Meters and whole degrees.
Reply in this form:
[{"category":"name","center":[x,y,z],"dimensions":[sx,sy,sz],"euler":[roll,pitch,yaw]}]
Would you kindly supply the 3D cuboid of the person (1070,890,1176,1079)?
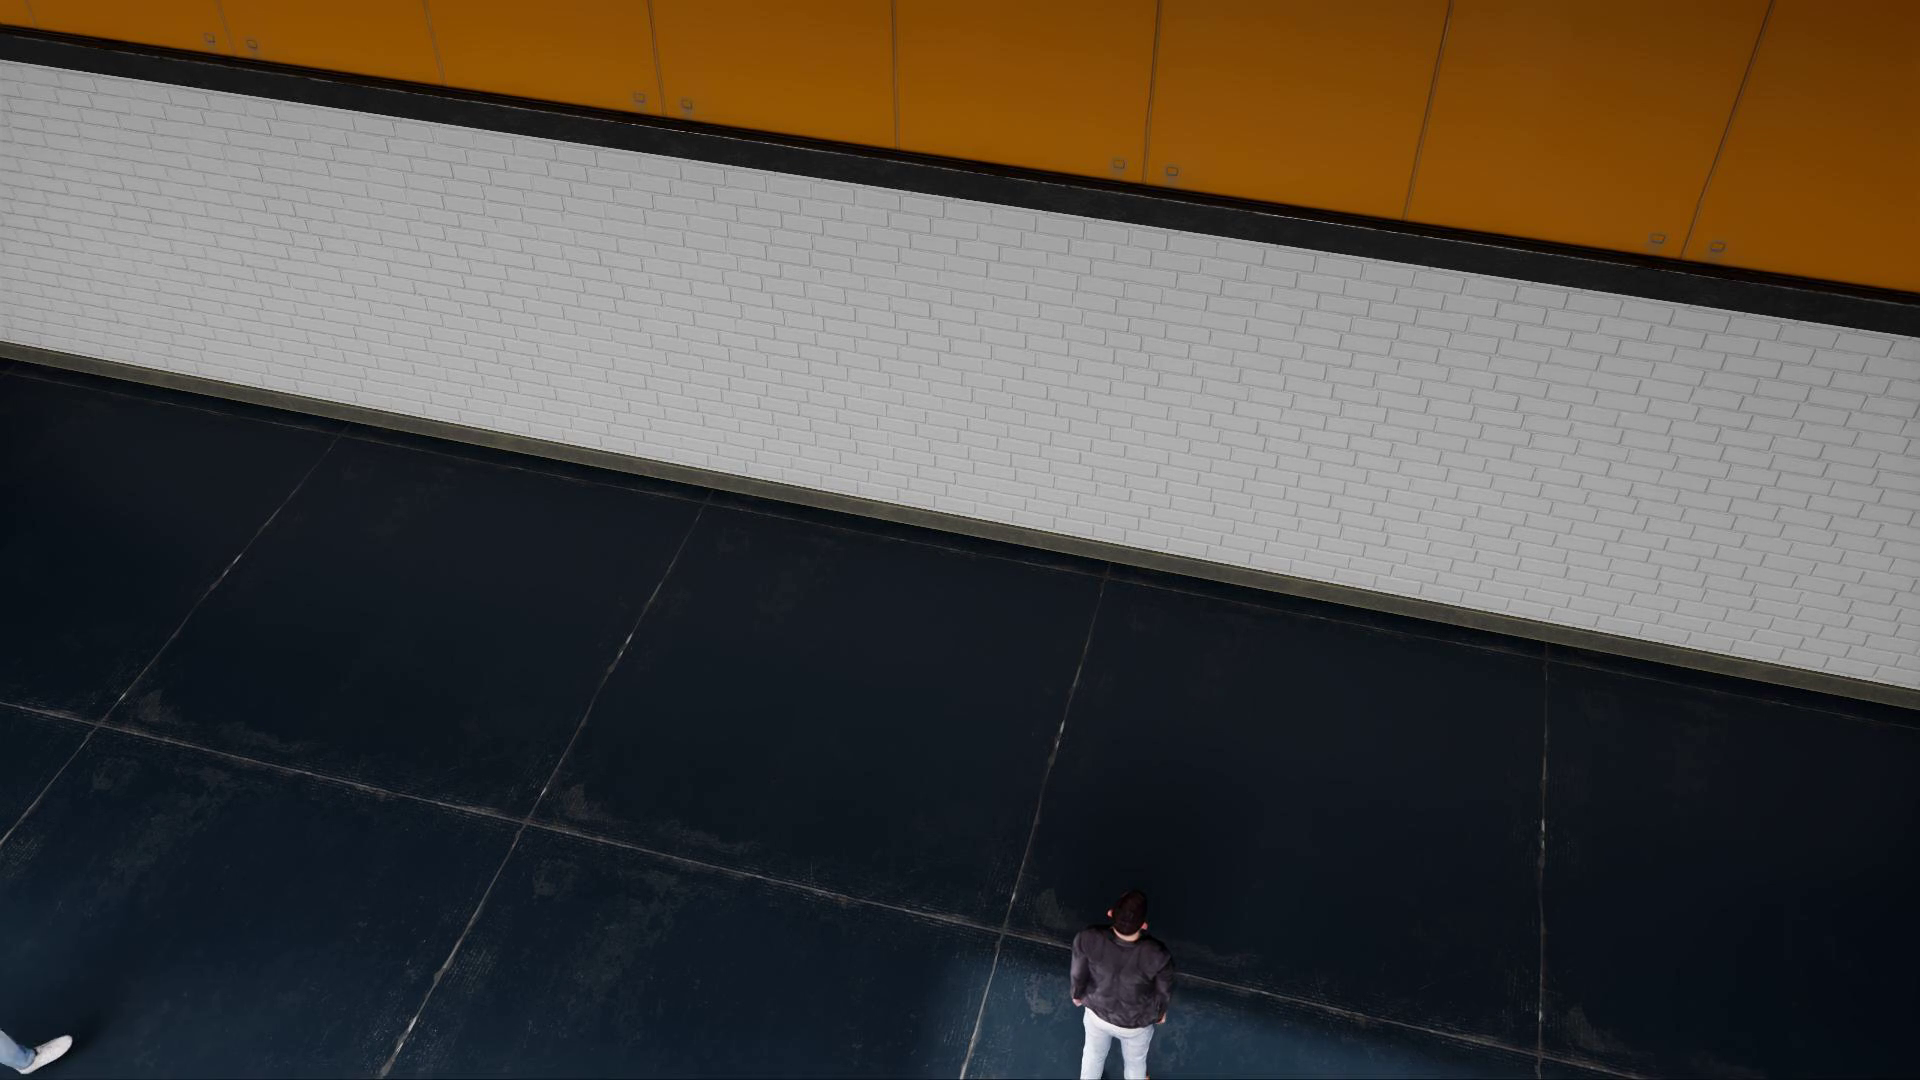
[{"category":"person","center":[0.787,2.309,8.199],"dimensions":[0.654,1.836,0.550],"euler":[12,45,12]}]
